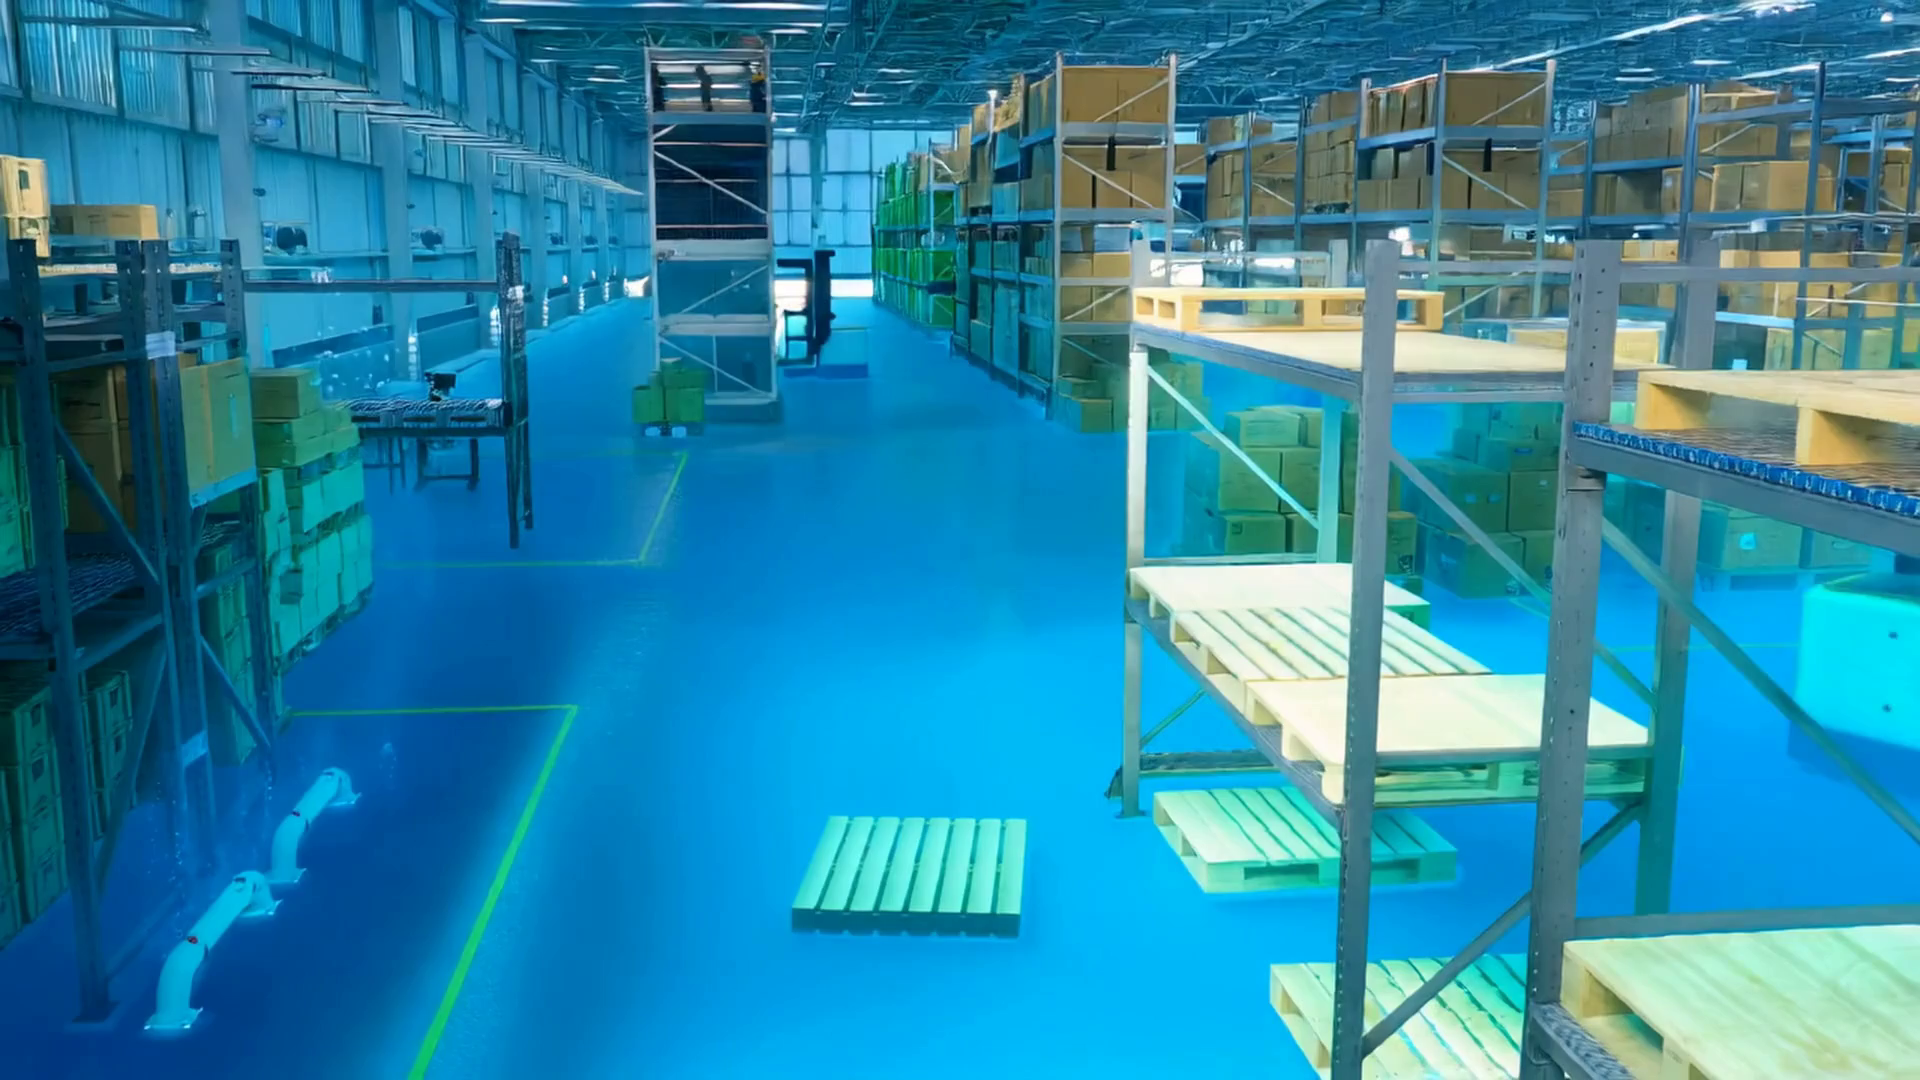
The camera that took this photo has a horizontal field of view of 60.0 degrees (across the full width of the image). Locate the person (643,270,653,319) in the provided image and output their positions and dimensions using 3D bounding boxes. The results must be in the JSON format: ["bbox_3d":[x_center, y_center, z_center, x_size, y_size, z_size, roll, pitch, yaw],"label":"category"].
[{"bbox_3d":[-12.029,-9.525,64.456,0.402,1.896,0.652,7,13,35],"label":"person"}]

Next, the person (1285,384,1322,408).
[{"bbox_3d":[3.416,-0.962,16.855,0.982,1.958,0.615,-4,11,-22],"label":"person"}]

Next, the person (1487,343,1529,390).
[{"bbox_3d":[6.105,-1.218,18.362,0.729,1.908,0.642,-7,12,-34],"label":"person"}]

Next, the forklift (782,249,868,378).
[{"bbox_3d":[-2.998,-5.013,36.709,1.873,2.768,1.129,-1,10,-6],"label":"forklift"}]

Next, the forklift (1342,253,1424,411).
[{"bbox_3d":[6.510,-2.962,25.347,1.129,2.768,1.873,4,11,21],"label":"forklift"}]

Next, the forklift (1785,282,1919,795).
[{"bbox_3d":[5.788,-0.084,9.400,1.873,2.768,1.129,-6,12,-31],"label":"forklift"}]

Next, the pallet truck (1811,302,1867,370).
[{"bbox_3d":[15.846,-3.142,28.793,1.885,1.965,0.823,2,10,12],"label":"pallet truck"}]
